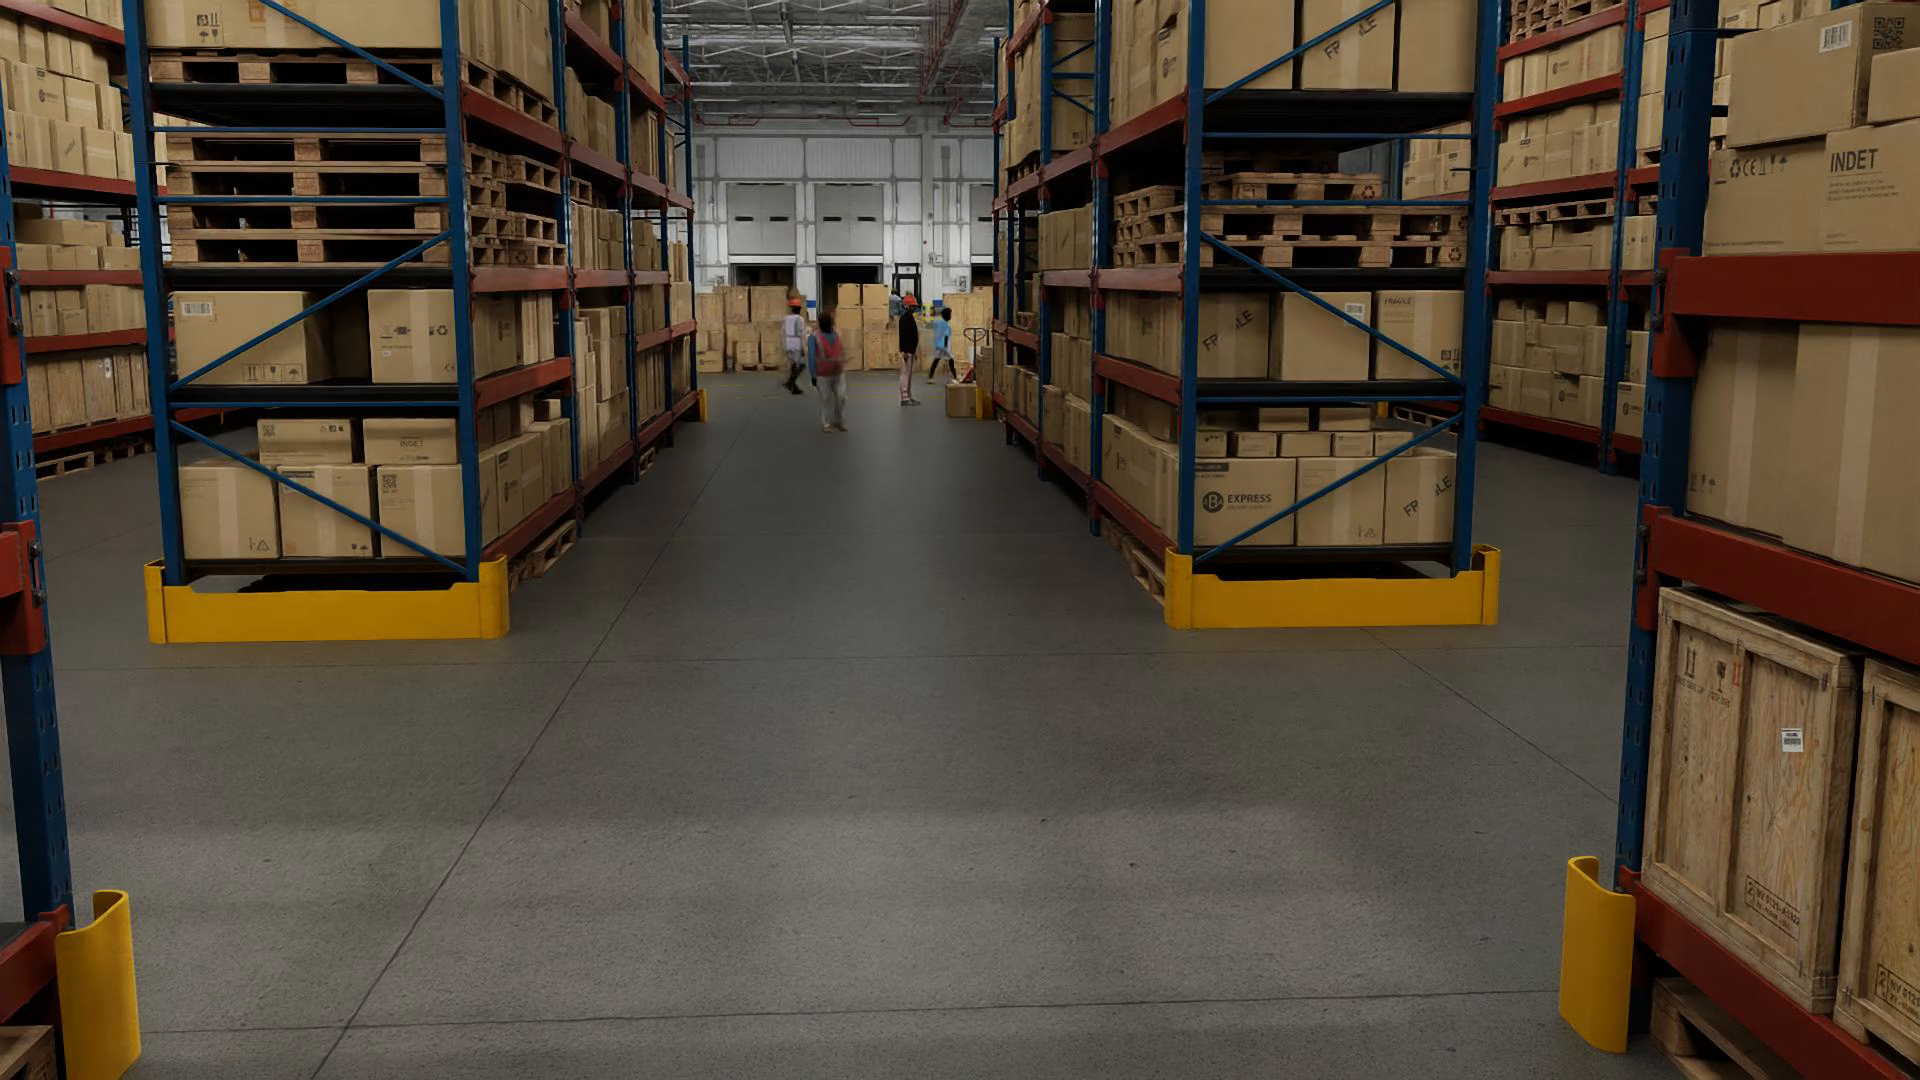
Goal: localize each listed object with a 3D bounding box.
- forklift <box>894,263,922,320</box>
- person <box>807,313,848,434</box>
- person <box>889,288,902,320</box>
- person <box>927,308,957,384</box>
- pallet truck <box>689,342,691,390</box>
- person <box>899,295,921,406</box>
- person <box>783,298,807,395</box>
[{"bbox_3d":[-1.987,-9.022,62.479,1.129,2.768,1.873,-1,9,-4],"label":"forklift"},{"bbox_3d":[-1.971,-2.466,24.699,0.647,1.806,0.471,-5,10,-30],"label":"person"},{"bbox_3d":[-2.309,-7.828,57.983,0.636,1.928,0.387,3,10,19],"label":"person"},{"bbox_3d":[-0.317,-4.169,35.872,0.903,1.639,0.544,-5,10,-30],"label":"person"},{"bbox_3d":[-5.225,-3.008,27.480,1.885,1.965,0.823,2,9,14],"label":"pallet truck"},{"bbox_3d":[-0.916,-3.418,30.065,0.382,1.995,0.612,2,9,13],"label":"person"},{"bbox_3d":[-3.259,-3.804,32.741,0.547,1.922,0.478,7,11,38],"label":"person"}]
